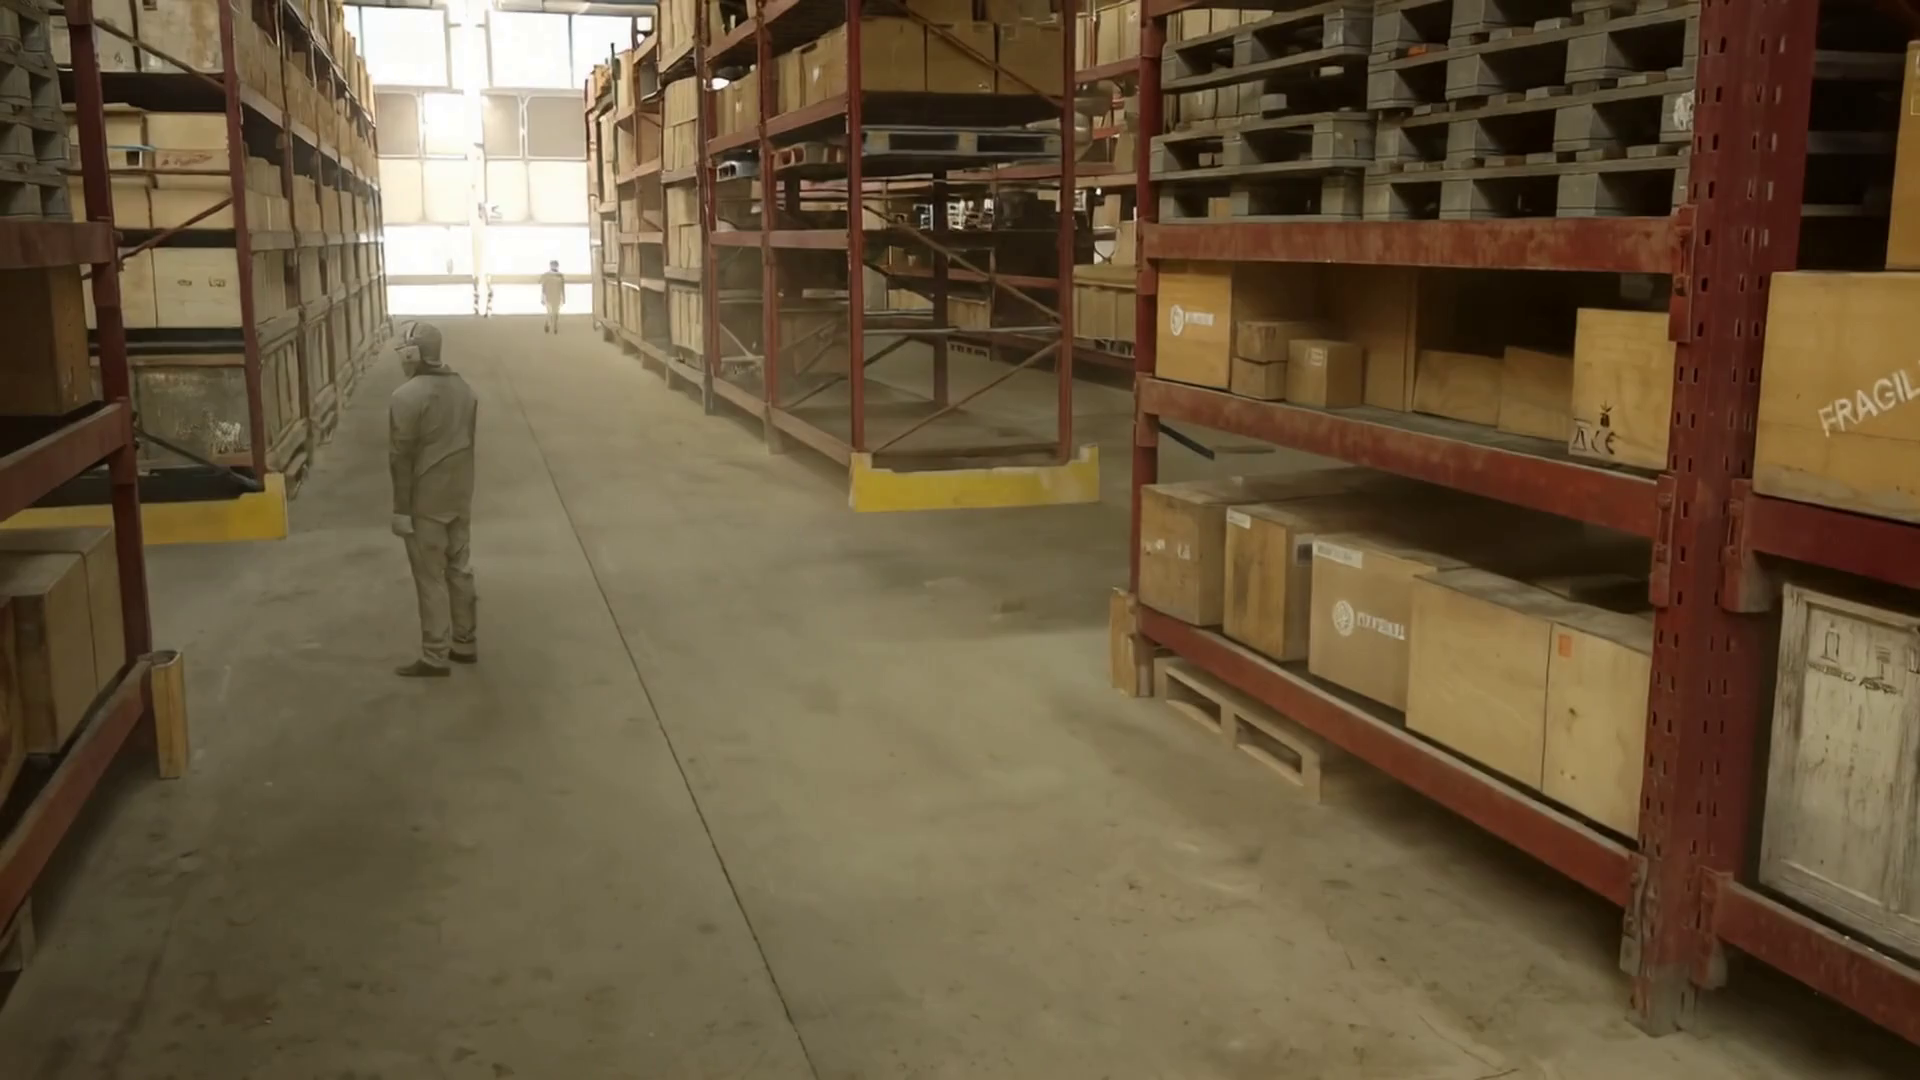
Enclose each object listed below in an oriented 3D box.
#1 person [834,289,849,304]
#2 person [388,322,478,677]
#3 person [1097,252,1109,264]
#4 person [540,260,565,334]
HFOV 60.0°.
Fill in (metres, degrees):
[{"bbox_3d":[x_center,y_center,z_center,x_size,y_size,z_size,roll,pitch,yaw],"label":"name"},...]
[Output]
[{"bbox_3d":[-2.418,-5.091,35.688,0.595,1.880,1.041,-2,11,-12],"label":"person"},{"bbox_3d":[-2.855,-0.218,8.969,0.399,1.900,0.645,3,11,14],"label":"person"},{"bbox_3d":[3.508,-6.029,40.594,0.427,1.974,0.621,9,14,41],"label":"person"},{"bbox_3d":[-9.850,-5.884,40.287,0.596,1.801,0.451,1,10,5],"label":"person"}]
